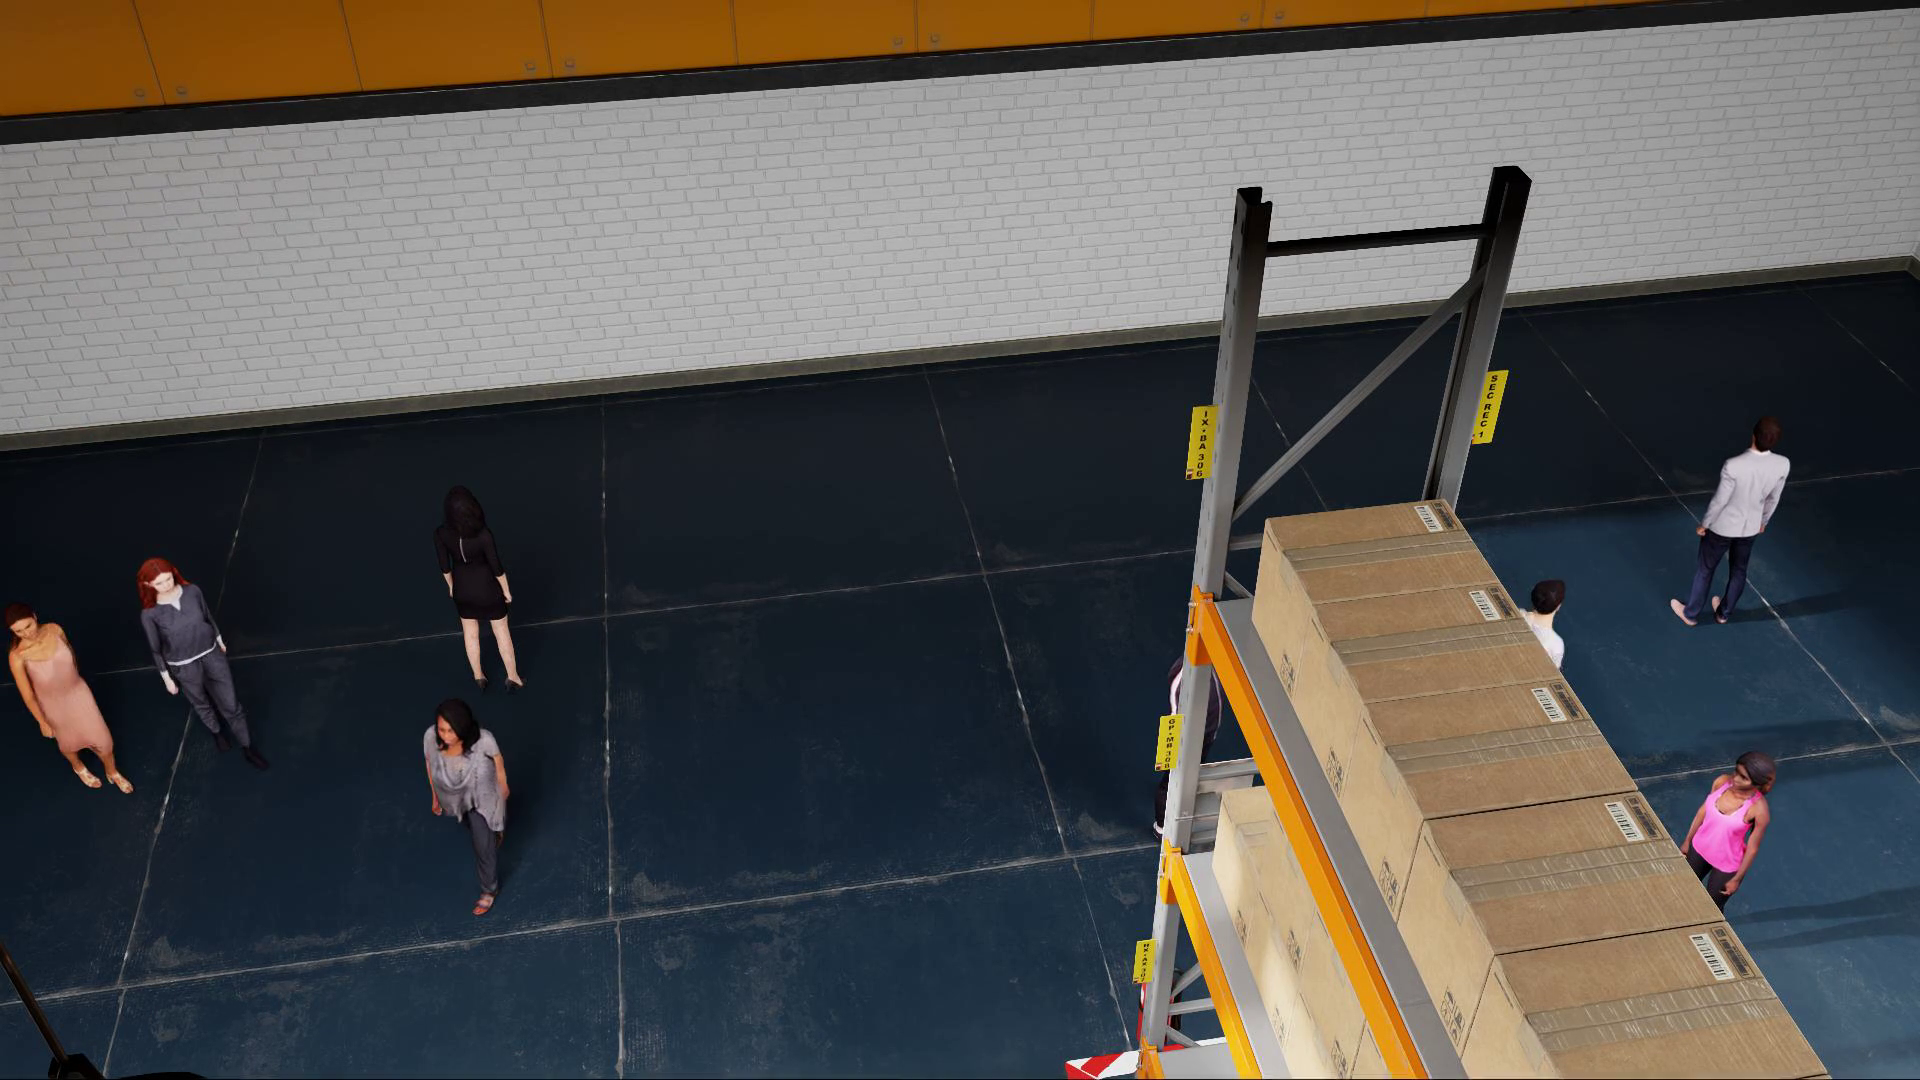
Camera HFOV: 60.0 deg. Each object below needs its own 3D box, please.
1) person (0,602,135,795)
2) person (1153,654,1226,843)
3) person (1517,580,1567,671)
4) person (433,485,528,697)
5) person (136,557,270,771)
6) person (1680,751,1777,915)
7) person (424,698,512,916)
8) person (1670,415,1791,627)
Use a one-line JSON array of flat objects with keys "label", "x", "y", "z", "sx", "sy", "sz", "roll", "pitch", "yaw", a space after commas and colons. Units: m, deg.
[{"label": "person", "x": -5.973, "y": 1.021, "z": 10.983, "sx": 0.867, "sy": 1.796, "sz": 0.809, "roll": 16, "pitch": 41, "yaw": 19}, {"label": "person", "x": 1.481, "y": 1.213, "z": 10.710, "sx": 0.815, "sy": 1.836, "sz": 0.758, "roll": 24, "pitch": 44, "yaw": 27}, {"label": "person", "x": 3.603, "y": 1.050, "z": 10.901, "sx": 0.879, "sy": 1.852, "sz": 0.786, "roll": -22, "pitch": 43, "yaw": -25}, {"label": "person", "x": -3.413, "y": 0.382, "z": 11.770, "sx": 0.644, "sy": 1.812, "sz": 0.575, "roll": 4, "pitch": 39, "yaw": 4}, {"label": "person", "x": -5.245, "y": 0.782, "z": 11.317, "sx": 0.883, "sy": 1.752, "sz": 1.006, "roll": -29, "pitch": 47, "yaw": -31}, {"label": "person", "x": 4.538, "y": 1.891, "z": 9.952, "sx": 0.685, "sy": 1.723, "sz": 0.570, "roll": -17, "pitch": 42, "yaw": -20}, {"label": "person", "x": -3.073, "y": 1.537, "z": 10.510, "sx": 0.853, "sy": 1.579, "sz": 1.117, "roll": 7, "pitch": 39, "yaw": 8}, {"label": "person", "x": 5.769, "y": -0.130, "z": 12.379, "sx": 0.700, "sy": 1.853, "sz": 0.604, "roll": -2, "pitch": 39, "yaw": -3}]
